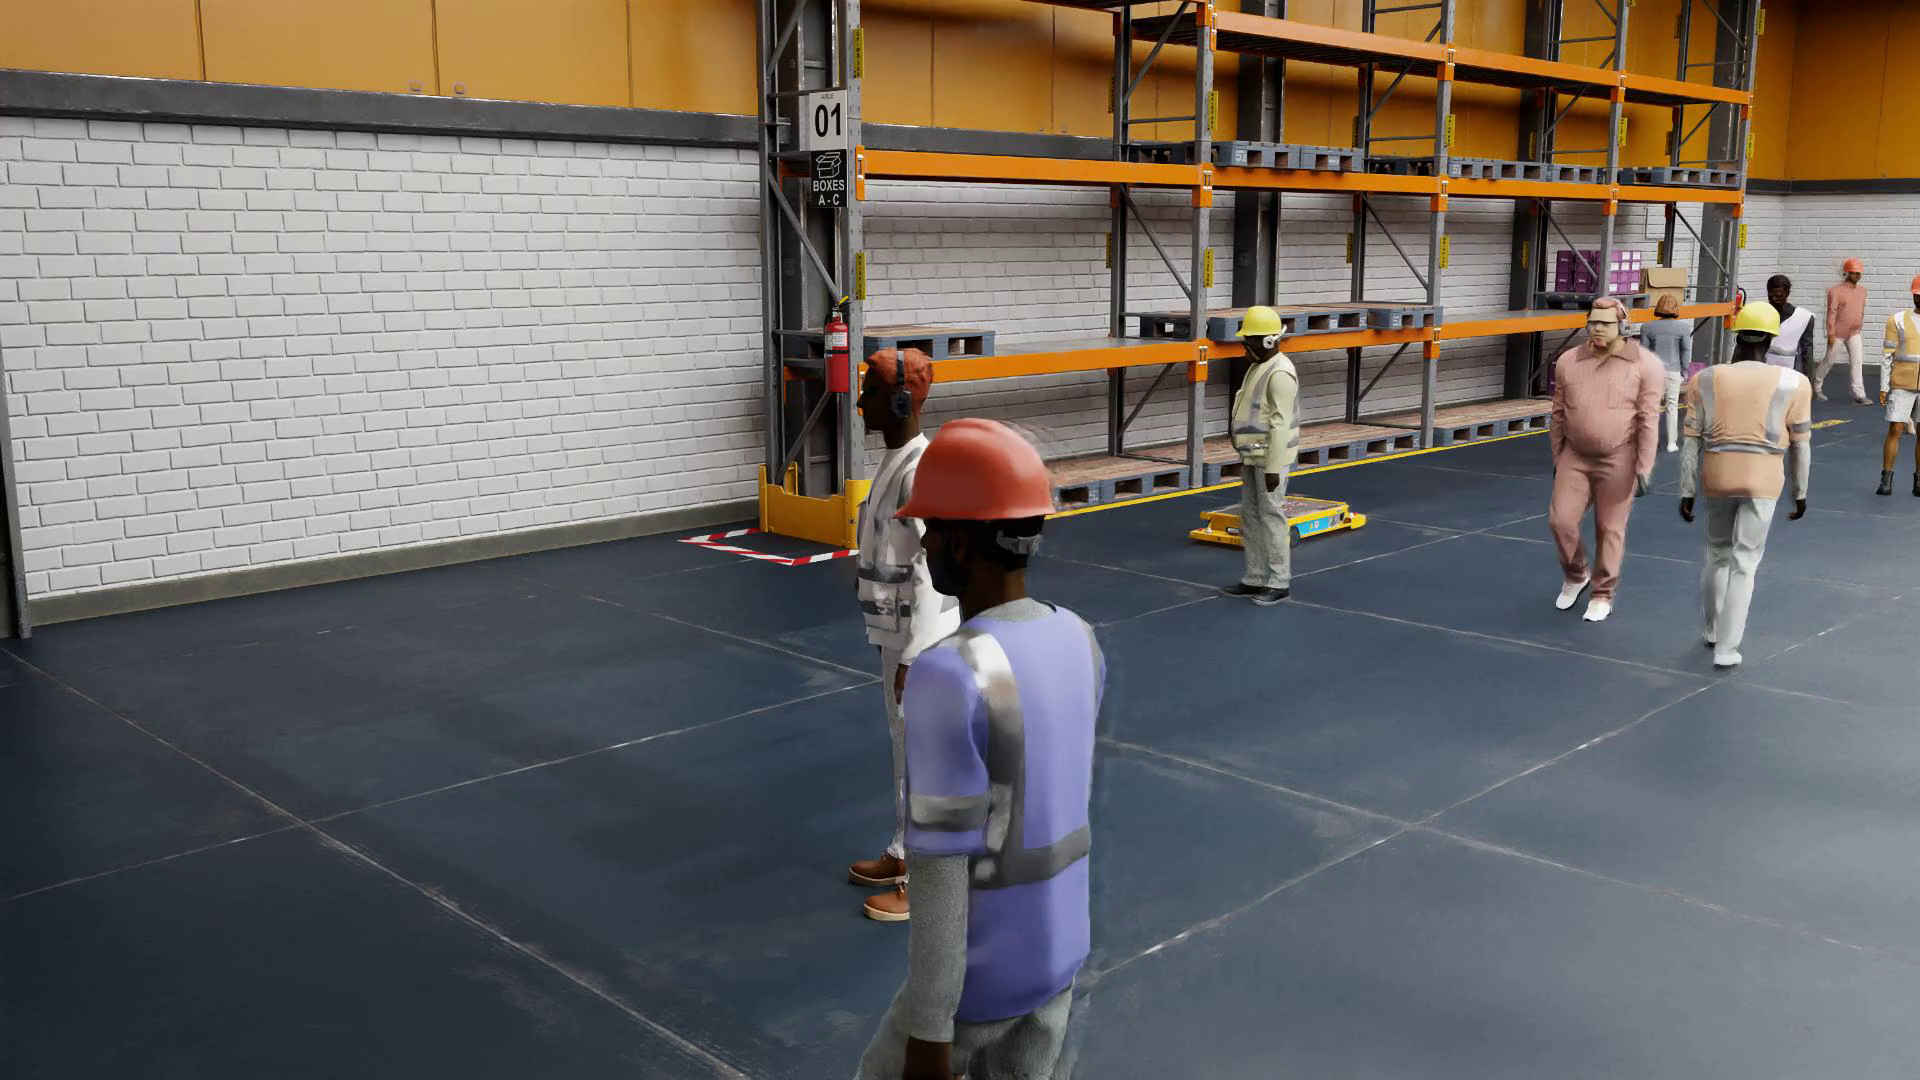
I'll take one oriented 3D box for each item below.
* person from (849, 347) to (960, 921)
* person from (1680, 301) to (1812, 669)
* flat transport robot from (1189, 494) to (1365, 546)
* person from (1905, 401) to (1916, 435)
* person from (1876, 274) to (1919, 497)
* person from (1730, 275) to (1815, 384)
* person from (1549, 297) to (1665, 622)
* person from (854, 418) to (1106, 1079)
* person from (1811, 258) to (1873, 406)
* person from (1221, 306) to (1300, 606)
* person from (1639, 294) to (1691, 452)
[{"bbox_3d":[-0.182,0.309,5.488,0.357,1.883,0.573,-2,11,-9],"label":"person"},{"bbox_3d":[4.162,-0.301,8.787,0.593,1.887,0.872,8,13,37],"label":"person"},{"bbox_3d":[2.381,-0.151,12.396,0.652,0.197,1.431,9,14,41],"label":"flat transport robot"},{"bbox_3d":[10.692,-1.951,18.425,0.537,1.661,0.843,4,11,21],"label":"person"},{"bbox_3d":[8.214,-1.331,14.287,0.553,1.934,0.364,5,11,24],"label":"person"},{"bbox_3d":[7.300,-1.439,15.008,0.628,1.885,0.661,-10,14,-42],"label":"person"},{"bbox_3d":[3.712,-0.455,9.650,0.646,1.892,0.420,8,13,37],"label":"person"},{"bbox_3d":[0.030,0.738,3.047,0.407,1.920,0.576,7,12,33],"label":"person"},{"bbox_3d":[11.785,-2.782,22.197,0.641,1.944,1.042,-2,11,-12],"label":"person"},{"bbox_3d":[1.850,-0.510,10.142,0.410,1.821,0.610,-1,10,-5],"label":"person"},{"bbox_3d":[7.315,-1.734,17.310,0.499,1.634,0.278,5,11,24],"label":"person"}]
